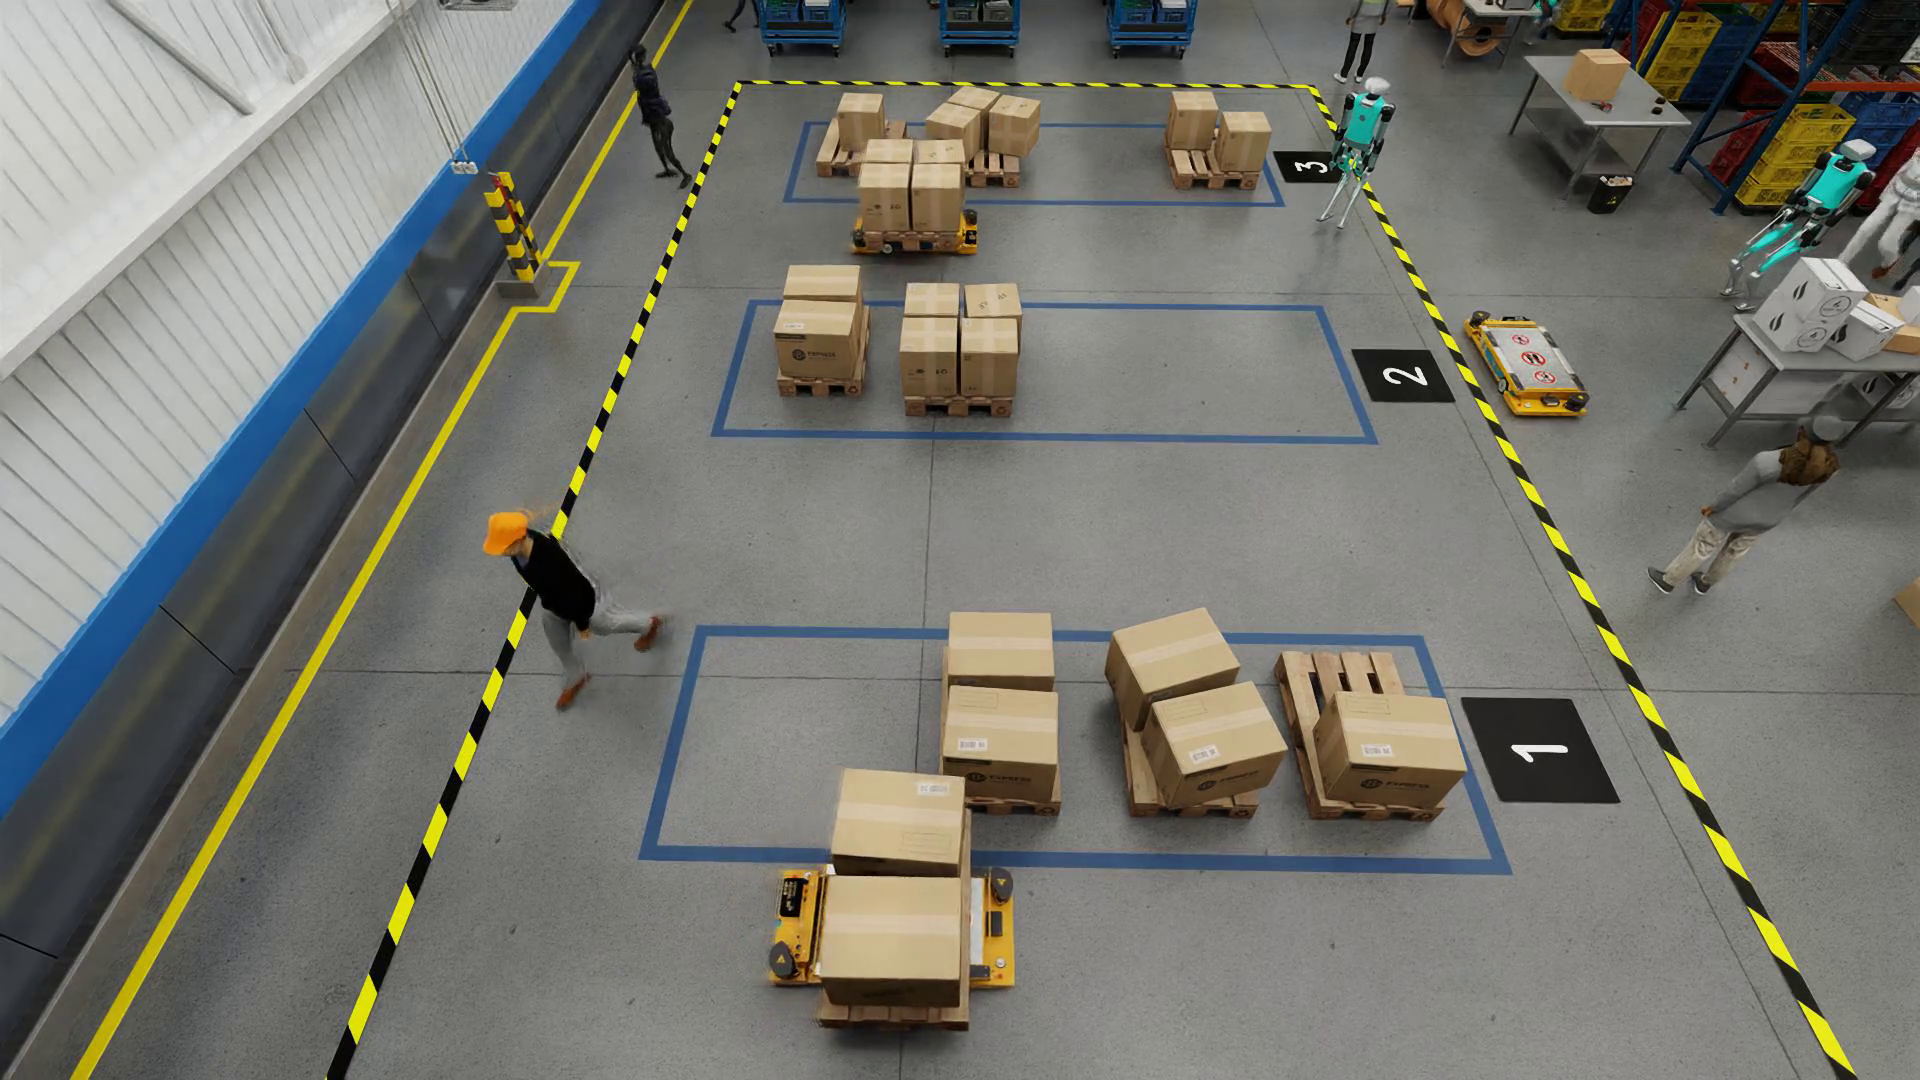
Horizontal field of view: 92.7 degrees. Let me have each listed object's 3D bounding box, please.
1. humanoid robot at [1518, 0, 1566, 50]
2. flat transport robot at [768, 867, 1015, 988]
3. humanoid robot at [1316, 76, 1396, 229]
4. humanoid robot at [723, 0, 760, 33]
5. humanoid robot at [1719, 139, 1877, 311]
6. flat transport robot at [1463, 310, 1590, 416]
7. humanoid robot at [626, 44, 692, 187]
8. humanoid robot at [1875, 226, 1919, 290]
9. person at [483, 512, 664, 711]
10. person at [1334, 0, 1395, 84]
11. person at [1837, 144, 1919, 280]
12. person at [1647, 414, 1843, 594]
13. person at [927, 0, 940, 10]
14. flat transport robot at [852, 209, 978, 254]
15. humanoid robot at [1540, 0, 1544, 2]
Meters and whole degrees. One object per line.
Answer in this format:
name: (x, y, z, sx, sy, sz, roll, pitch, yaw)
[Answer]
humanoid robot: (8.881, -8.292, 13.800, 0.539, 1.891, 0.728, -17, 51, -14)
flat transport robot: (-0.391, 2.311, 5.515, 1.431, 0.197, 0.652, 1, 49, 1)
humanoid robot: (4.483, -4.353, 10.241, 0.533, 1.676, 0.735, 33, 57, 25)
humanoid robot: (-3.449, -8.822, 14.261, 0.722, 1.640, 0.611, -9, 50, -7)
humanoid robot: (8.276, -3.108, 9.192, 0.715, 1.709, 0.530, -15, 51, -13)
flat transport robot: (5.573, -1.757, 9.054, 0.659, 0.231, 1.431, 1, 49, 1)
humanoid robot: (-3.636, -5.107, 11.016, 0.381, 1.637, 0.583, -36, 58, -27)
humanoid robot: (10.364, -3.443, 9.585, 0.600, 1.649, 0.373, 34, 57, 26)
person: (-2.602, 0.349, 6.194, 0.578, 1.846, 0.923, 26, 54, 21)
person: (5.762, -7.427, 12.914, 0.594, 1.852, 0.366, -2, 49, -1)
person: (9.835, -3.497, 9.499, 0.712, 1.869, 0.584, -10, 50, -8)
person: (5.785, -0.209, 6.721, 0.572, 1.768, 0.397, 3, 49, 2)
person: (-0.408, -9.695, 14.821, 0.371, 1.940, 0.627, -7, 49, -6)
flat transport robot: (-0.508, -3.589, 10.621, 1.431, 0.197, 0.652, 1, 49, 1)
humanoid robot: (9.857, -9.777, 15.075, 0.626, 1.639, 0.595, 10, 50, 9)
